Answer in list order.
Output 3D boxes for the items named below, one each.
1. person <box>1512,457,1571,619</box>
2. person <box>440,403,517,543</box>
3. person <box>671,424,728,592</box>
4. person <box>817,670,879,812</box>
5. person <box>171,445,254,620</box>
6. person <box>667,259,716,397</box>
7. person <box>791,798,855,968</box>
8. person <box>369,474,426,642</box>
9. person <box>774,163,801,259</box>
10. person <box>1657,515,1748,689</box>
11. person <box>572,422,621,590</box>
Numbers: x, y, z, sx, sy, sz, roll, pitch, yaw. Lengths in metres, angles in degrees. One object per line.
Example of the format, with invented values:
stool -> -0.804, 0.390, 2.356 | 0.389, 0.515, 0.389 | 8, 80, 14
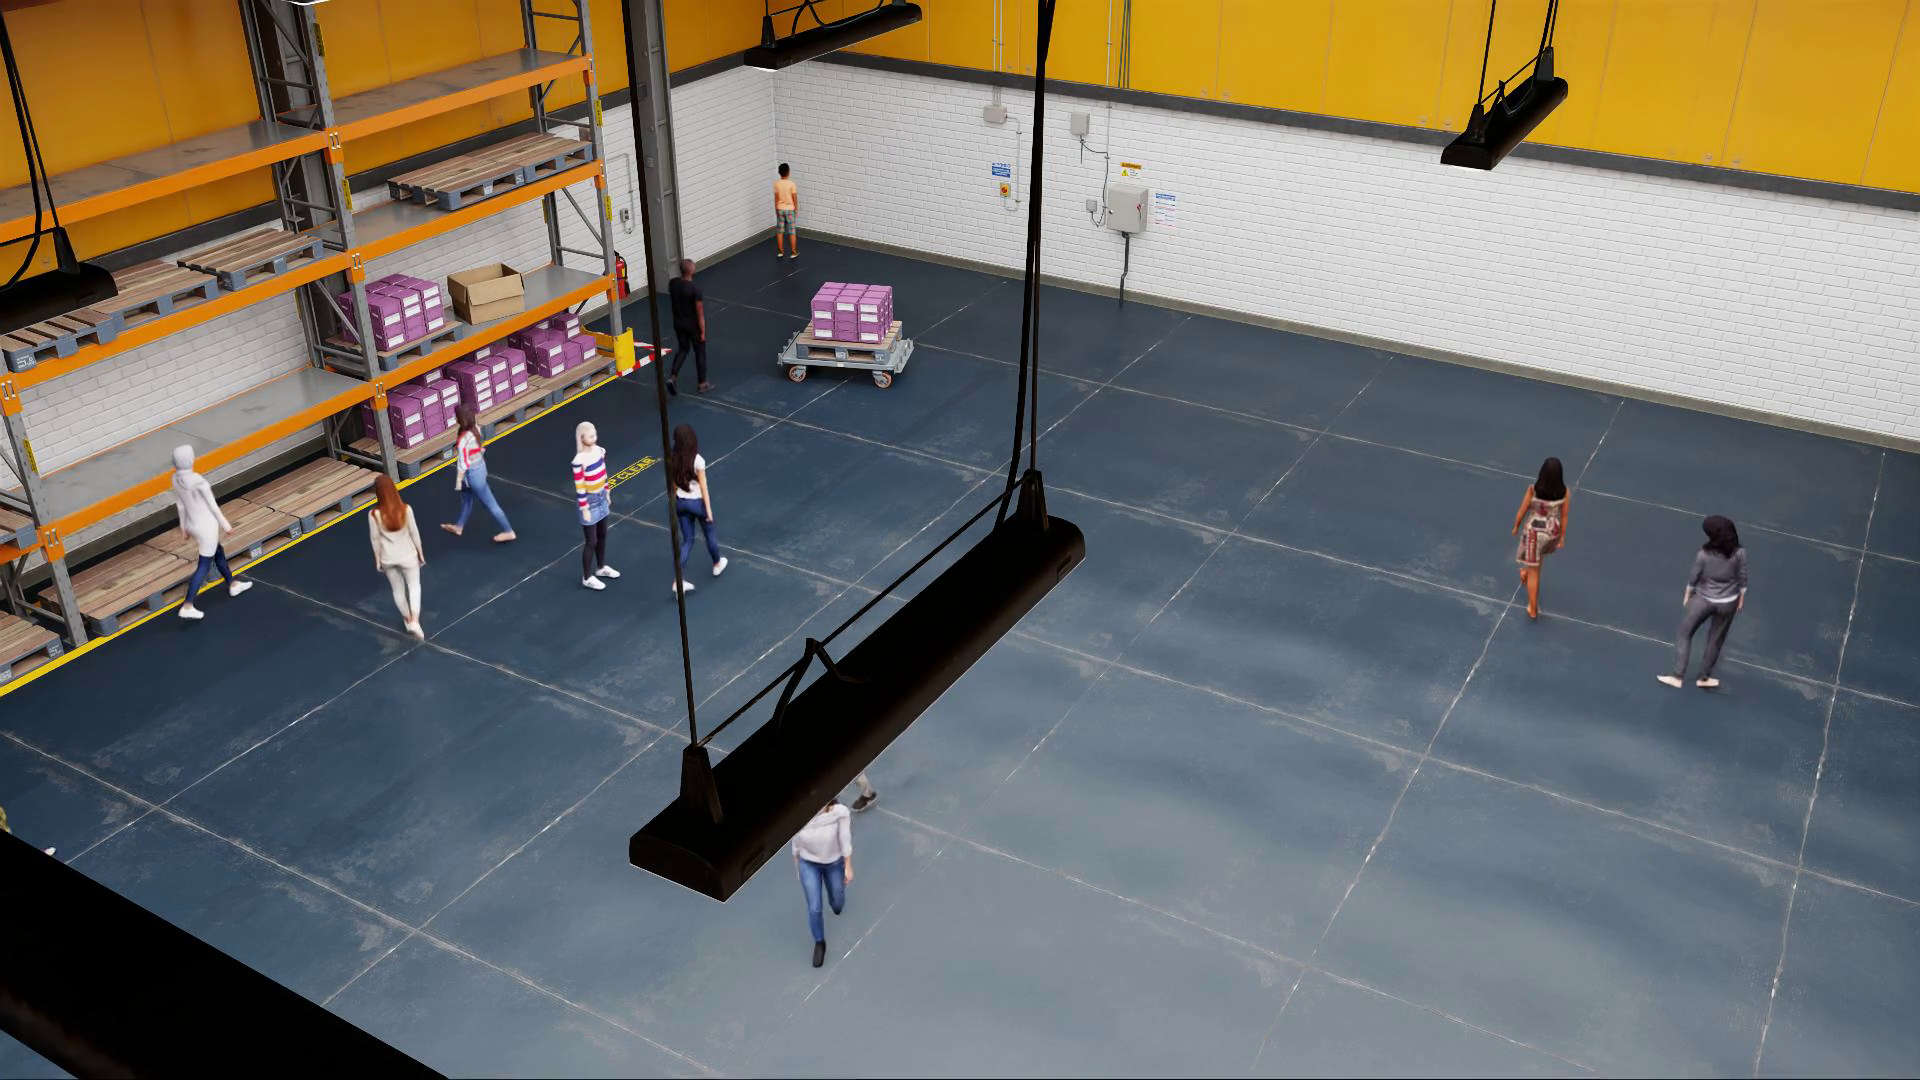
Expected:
person -> 5.689, 0.001, 16.286 | 0.936, 1.594, 1.194 | 2, 29, 4
person -> -5.030, -0.676, 17.553 | 1.018, 1.568, 1.082 | 0, 29, -1
person -> -2.742, -0.279, 16.652 | 0.707, 1.735, 1.078 | 15, 32, 25
person -> -0.934, 1.655, 13.450 | 1.021, 1.406, 0.774 | -20, 34, -32
person -> -7.449, -0.046, 16.219 | 0.621, 1.739, 1.118 | 16, 33, 27
person -> -3.463, -2.648, 20.923 | 0.687, 1.805, 0.951 | 16, 33, 27
person -> -0.989, 2.312, 12.034 | 0.842, 1.609, 0.969 | 1, 29, 2
person -> -5.325, 0.205, 15.808 | 0.920, 1.692, 0.968 | -9, 30, -15
person -> -2.705, -5.119, 25.813 | 0.582, 1.459, 0.595 | 3, 29, 5
person -> 6.862, 0.593, 15.062 | 0.768, 1.727, 0.656 | 18, 33, 29
person -> -3.708, -0.368, 16.741 | 0.726, 1.806, 0.488 | 12, 31, 20
